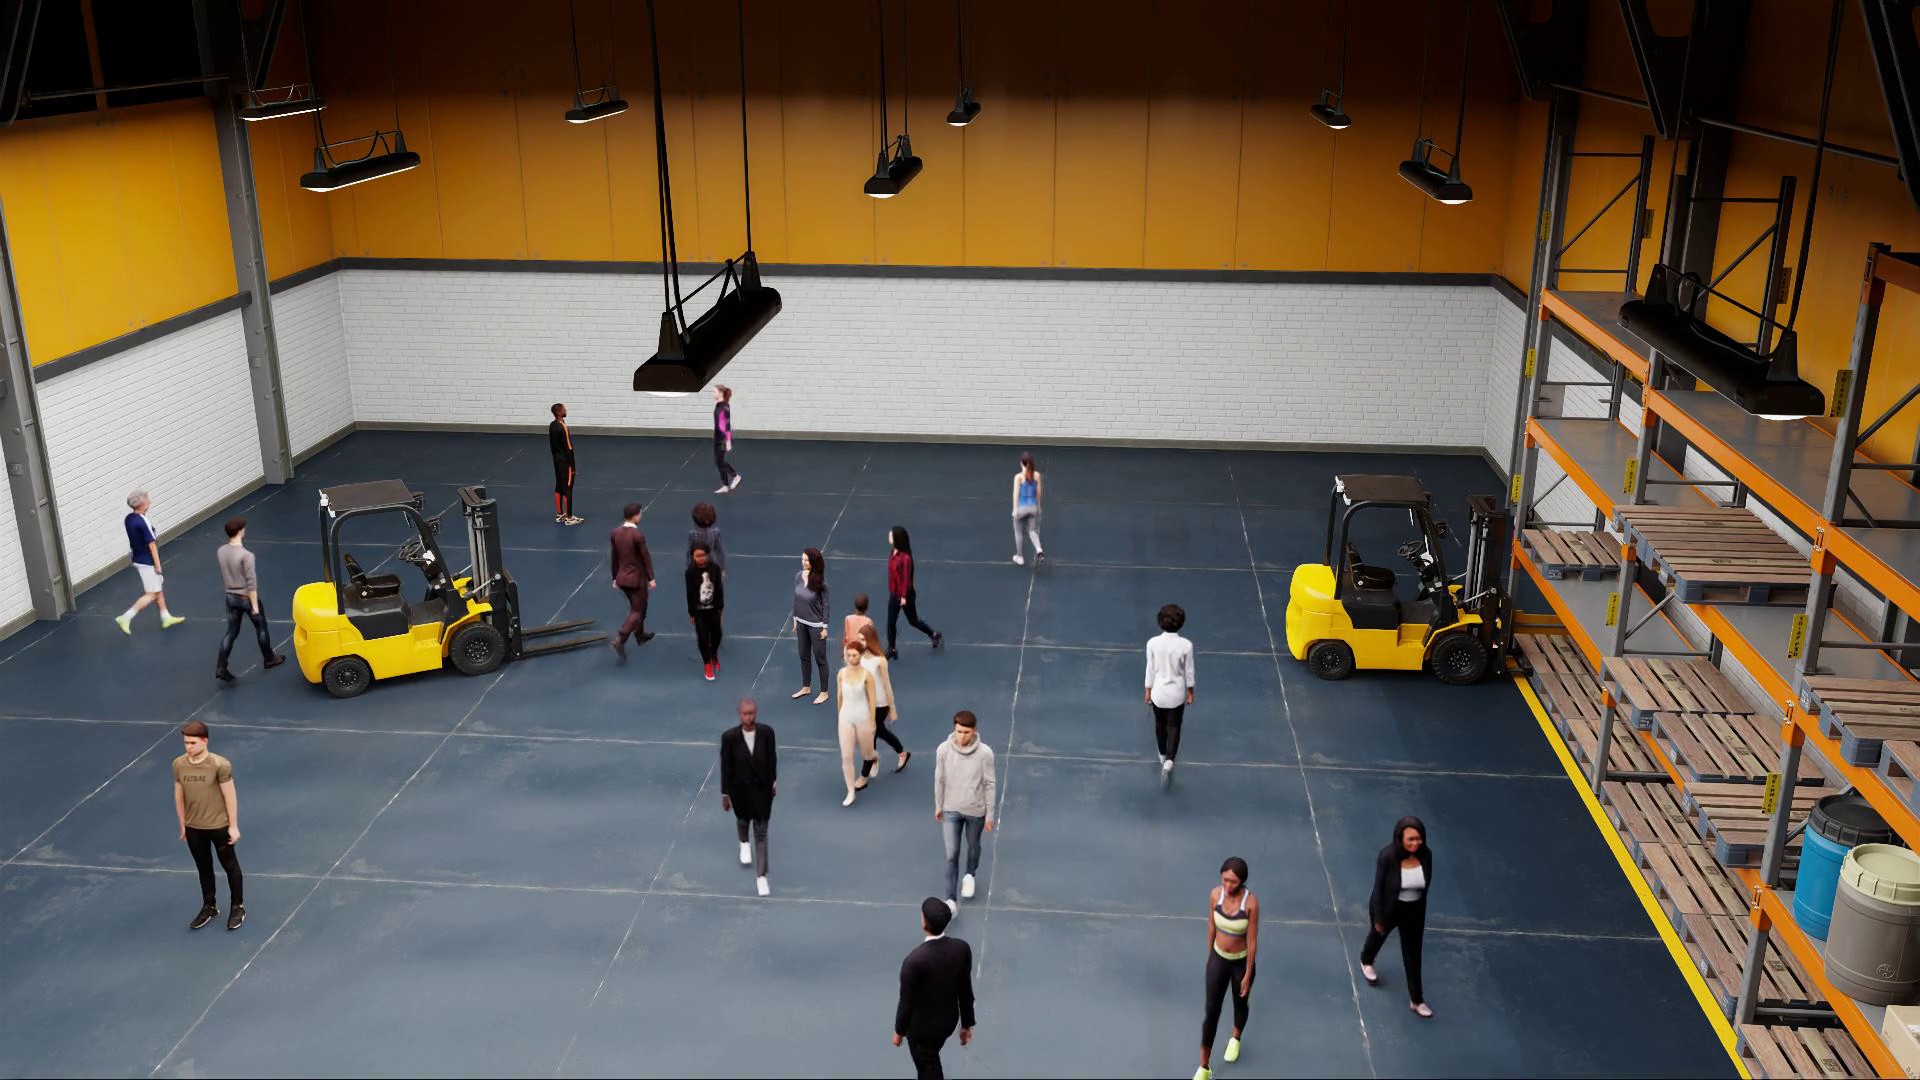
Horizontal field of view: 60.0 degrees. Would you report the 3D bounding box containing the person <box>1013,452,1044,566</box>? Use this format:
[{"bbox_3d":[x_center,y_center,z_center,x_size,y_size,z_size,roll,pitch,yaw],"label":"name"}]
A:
[{"bbox_3d":[0.926,-0.388,22.515,0.819,1.596,0.951,-9,21,-26],"label":"person"}]

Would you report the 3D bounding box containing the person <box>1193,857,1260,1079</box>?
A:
[{"bbox_3d":[2.018,3.053,12.102,0.803,1.721,1.067,9,21,25],"label":"person"}]

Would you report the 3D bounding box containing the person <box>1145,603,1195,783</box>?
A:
[{"bbox_3d":[2.071,1.528,16.530,0.686,1.784,1.095,3,19,9],"label":"person"}]

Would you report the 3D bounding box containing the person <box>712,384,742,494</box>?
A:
[{"bbox_3d":[-3.609,-1.559,25.779,0.810,1.732,0.757,-11,22,-30],"label":"person"}]

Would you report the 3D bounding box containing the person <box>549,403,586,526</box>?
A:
[{"bbox_3d":[-5.822,-1.128,24.378,0.737,1.809,0.694,-17,25,-41],"label":"person"}]

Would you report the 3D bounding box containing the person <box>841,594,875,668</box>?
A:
[{"bbox_3d":[-1.142,1.247,18.129,0.592,1.297,0.691,4,19,12],"label":"person"}]

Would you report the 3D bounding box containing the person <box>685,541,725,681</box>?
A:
[{"bbox_3d":[-2.932,0.774,18.959,0.717,1.663,0.776,-8,20,-22],"label":"person"}]

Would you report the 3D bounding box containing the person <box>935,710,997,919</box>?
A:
[{"bbox_3d":[0.069,2.269,14.279,0.718,1.815,1.132,3,19,7],"label":"person"}]

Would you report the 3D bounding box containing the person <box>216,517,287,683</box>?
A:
[{"bbox_3d":[-8.207,0.702,18.829,0.883,1.881,1.249,6,19,17],"label":"person"}]

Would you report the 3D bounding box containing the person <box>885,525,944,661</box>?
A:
[{"bbox_3d":[-0.589,0.628,19.450,1.026,1.626,1.050,-12,22,-32],"label":"person"}]

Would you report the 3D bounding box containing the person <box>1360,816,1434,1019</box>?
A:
[{"bbox_3d":[3.364,2.843,12.966,0.902,1.567,1.197,-5,19,-14],"label":"person"}]

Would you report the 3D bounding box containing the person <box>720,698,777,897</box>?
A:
[{"bbox_3d":[-1.865,2.179,14.706,0.894,1.715,1.245,-4,19,-11],"label":"person"}]

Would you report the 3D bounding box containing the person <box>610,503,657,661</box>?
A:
[{"bbox_3d":[-3.876,0.493,19.524,0.997,1.835,1.223,11,22,30],"label":"person"}]

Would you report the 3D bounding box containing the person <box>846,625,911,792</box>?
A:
[{"bbox_3d":[-0.779,1.615,16.424,1.153,1.687,1.076,-18,25,-42],"label":"person"}]

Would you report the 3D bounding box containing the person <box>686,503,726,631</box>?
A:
[{"bbox_3d":[-3.056,0.405,20.032,0.917,1.677,1.040,-9,21,-25],"label":"person"}]

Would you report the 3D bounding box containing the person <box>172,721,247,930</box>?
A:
[{"bbox_3d":[-6.280,2.367,13.932,0.645,1.851,0.548,1,19,4],"label":"person"}]

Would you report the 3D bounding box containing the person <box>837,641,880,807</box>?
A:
[{"bbox_3d":[-0.979,1.738,16.156,0.643,1.624,0.933,5,19,15],"label":"person"}]

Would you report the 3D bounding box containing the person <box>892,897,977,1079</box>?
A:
[{"bbox_3d":[-0.141,3.306,11.148,1.188,1.849,1.254,-15,24,-38],"label":"person"}]

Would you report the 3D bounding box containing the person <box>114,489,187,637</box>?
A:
[{"bbox_3d":[-9.932,0.299,20.141,1.029,1.809,1.190,14,23,37],"label":"person"}]

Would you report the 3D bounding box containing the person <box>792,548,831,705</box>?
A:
[{"bbox_3d":[-1.637,0.923,18.352,0.687,1.768,0.677,11,22,30],"label":"person"}]
